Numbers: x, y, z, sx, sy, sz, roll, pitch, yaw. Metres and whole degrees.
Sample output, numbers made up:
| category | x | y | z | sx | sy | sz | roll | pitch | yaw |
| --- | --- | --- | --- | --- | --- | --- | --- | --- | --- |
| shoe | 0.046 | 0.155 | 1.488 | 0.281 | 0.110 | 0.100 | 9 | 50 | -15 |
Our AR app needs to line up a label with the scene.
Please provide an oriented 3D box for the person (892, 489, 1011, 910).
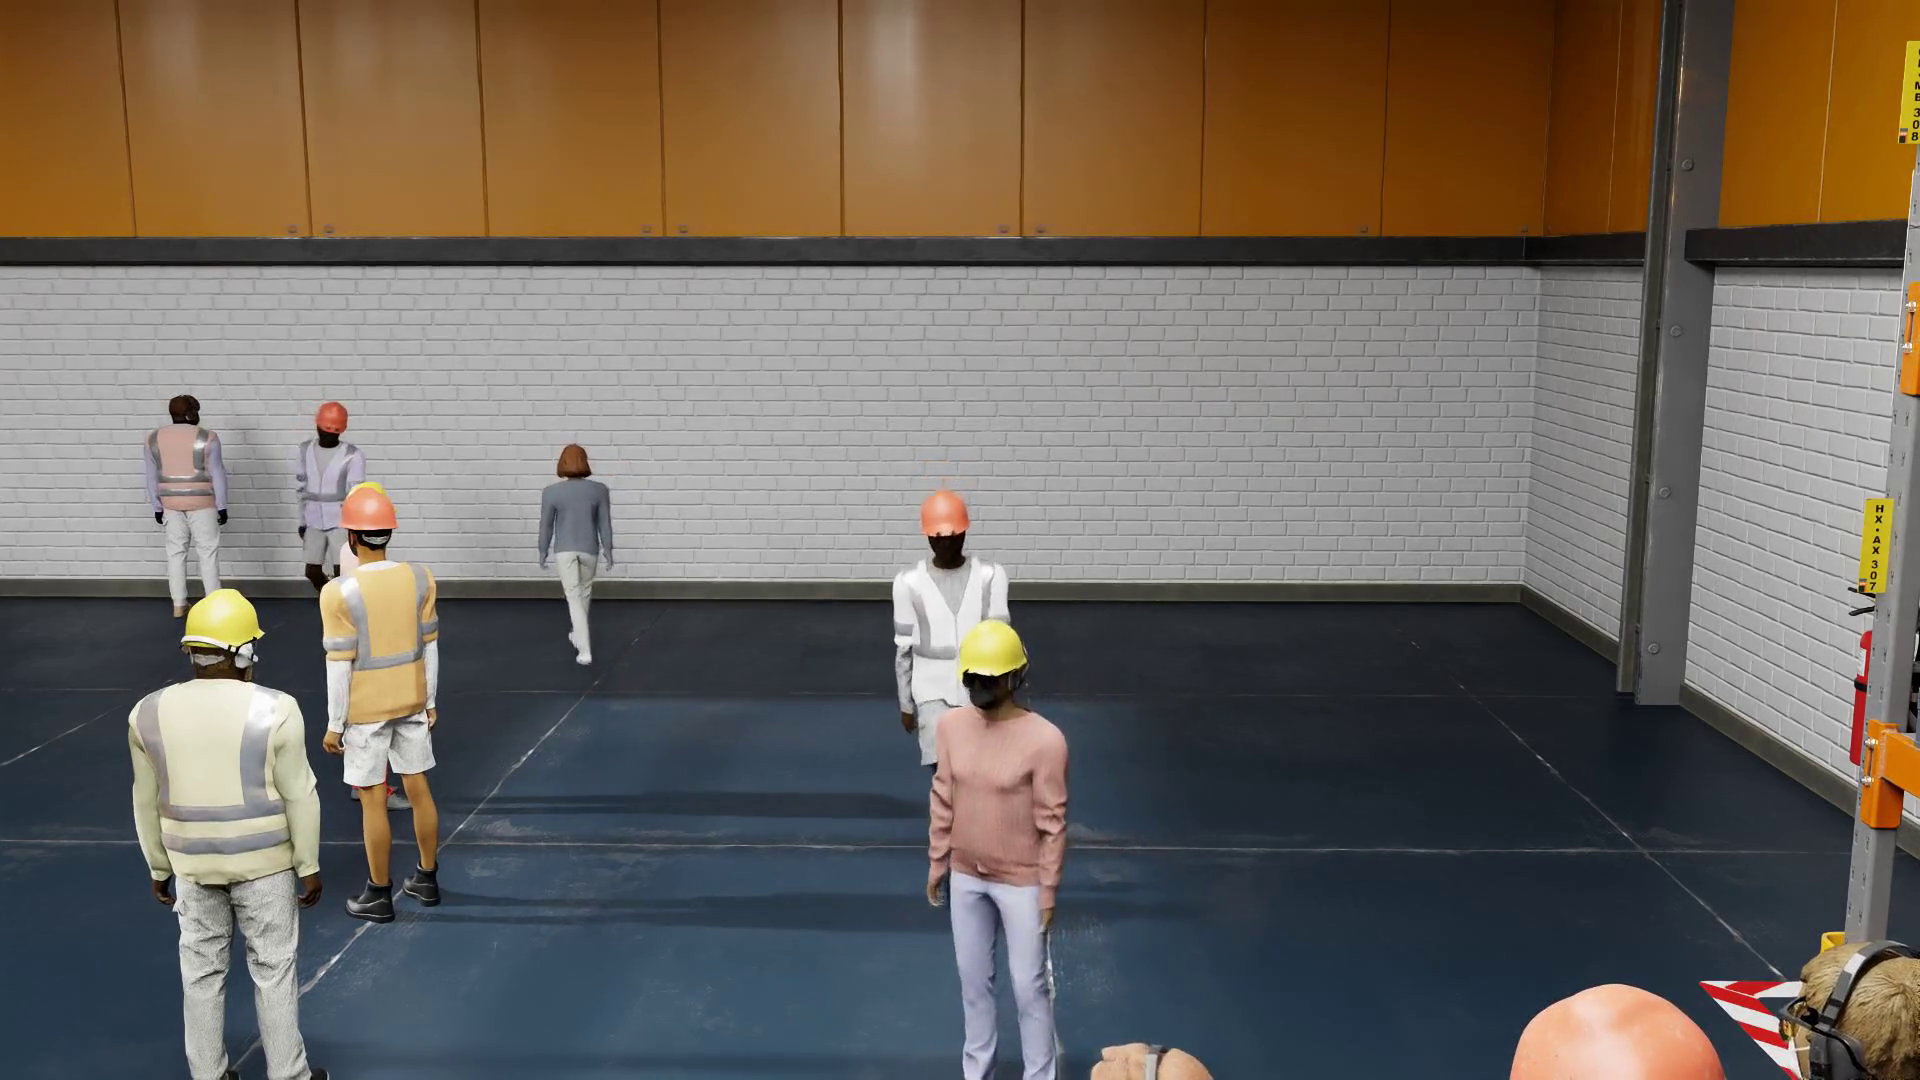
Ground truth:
| category | x | y | z | sx | sy | sz | roll | pitch | yaw |
| --- | --- | --- | --- | --- | --- | --- | --- | --- | --- |
| person | -0.047 | 0.684 | 7.798 | 0.541 | 1.911 | 0.895 | -1 | 10 | -8 |

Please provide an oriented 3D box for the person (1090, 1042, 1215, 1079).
| category | x | y | z | sx | sy | sz | roll | pitch | yaw |
| --- | --- | --- | --- | --- | --- | --- | --- | --- | --- |
| person | 0.340 | 1.640 | 2.857 | 0.309 | 1.638 | 0.511 | 3 | 10 | 16 |

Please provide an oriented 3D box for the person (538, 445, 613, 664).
| category | x | y | z | sx | sy | sz | roll | pitch | yaw |
| --- | --- | --- | --- | --- | --- | --- | --- | --- | --- |
| person | -2.847 | 0.087 | 12.298 | 0.515 | 1.582 | 0.847 | -5 | 11 | -27 |

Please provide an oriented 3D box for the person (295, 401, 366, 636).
| category | x | y | z | sx | sy | sz | roll | pitch | yaw |
| --- | --- | --- | --- | --- | --- | --- | --- | --- | --- |
| person | -4.786 | -0.132 | 12.726 | 0.605 | 1.887 | 0.676 | 1 | 10 | 4 |

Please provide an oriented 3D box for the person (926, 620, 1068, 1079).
| category | x | y | z | sx | sy | sz | roll | pitch | yaw |
| --- | --- | --- | --- | --- | --- | --- | --- | --- | --- |
| person | 0.117 | 1.129 | 5.560 | 0.528 | 1.760 | 0.341 | 7 | 12 | 35 |

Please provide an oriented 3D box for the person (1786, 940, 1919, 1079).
| category | x | y | z | sx | sy | sz | roll | pitch | yaw |
| --- | --- | --- | --- | --- | --- | --- | --- | --- | --- |
| person | 1.382 | 1.552 | 2.552 | 0.644 | 1.927 | 0.393 | -6 | 11 | -30 |

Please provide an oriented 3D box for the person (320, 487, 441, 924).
| category | x | y | z | sx | sy | sz | roll | pitch | yaw |
| --- | --- | --- | --- | --- | --- | --- | --- | --- | --- |
| person | -2.579 | 0.731 | 7.400 | 0.361 | 1.940 | 0.543 | 8 | 12 | 40 |

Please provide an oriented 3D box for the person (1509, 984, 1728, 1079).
| category | x | y | z | sx | sy | sz | roll | pitch | yaw |
| --- | --- | --- | --- | --- | --- | --- | --- | --- | --- |
| person | 0.805 | 1.551 | 2.171 | 0.377 | 2.045 | 0.605 | -7 | 12 | -37 |

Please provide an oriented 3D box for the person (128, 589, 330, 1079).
| category | x | y | z | sx | sy | sz | roll | pitch | yaw |
| --- | --- | --- | --- | --- | --- | --- | --- | --- | --- |
| person | -2.466 | 1.074 | 5.665 | 0.600 | 1.829 | 0.404 | 0 | 9 | 0 |

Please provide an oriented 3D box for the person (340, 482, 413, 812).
| category | x | y | z | sx | sy | sz | roll | pitch | yaw |
| --- | --- | --- | --- | --- | --- | --- | --- | --- | --- |
| person | -3.131 | 0.568 | 8.891 | 0.316 | 1.769 | 0.525 | -7 | 12 | -38 |

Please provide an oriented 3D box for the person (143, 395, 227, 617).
| category | x | y | z | sx | sy | sz | roll | pitch | yaw |
| --- | --- | --- | --- | --- | --- | --- | --- | --- | --- |
| person | -6.361 | -0.279 | 13.752 | 0.625 | 1.840 | 0.430 | 0 | 9 | -2 |
